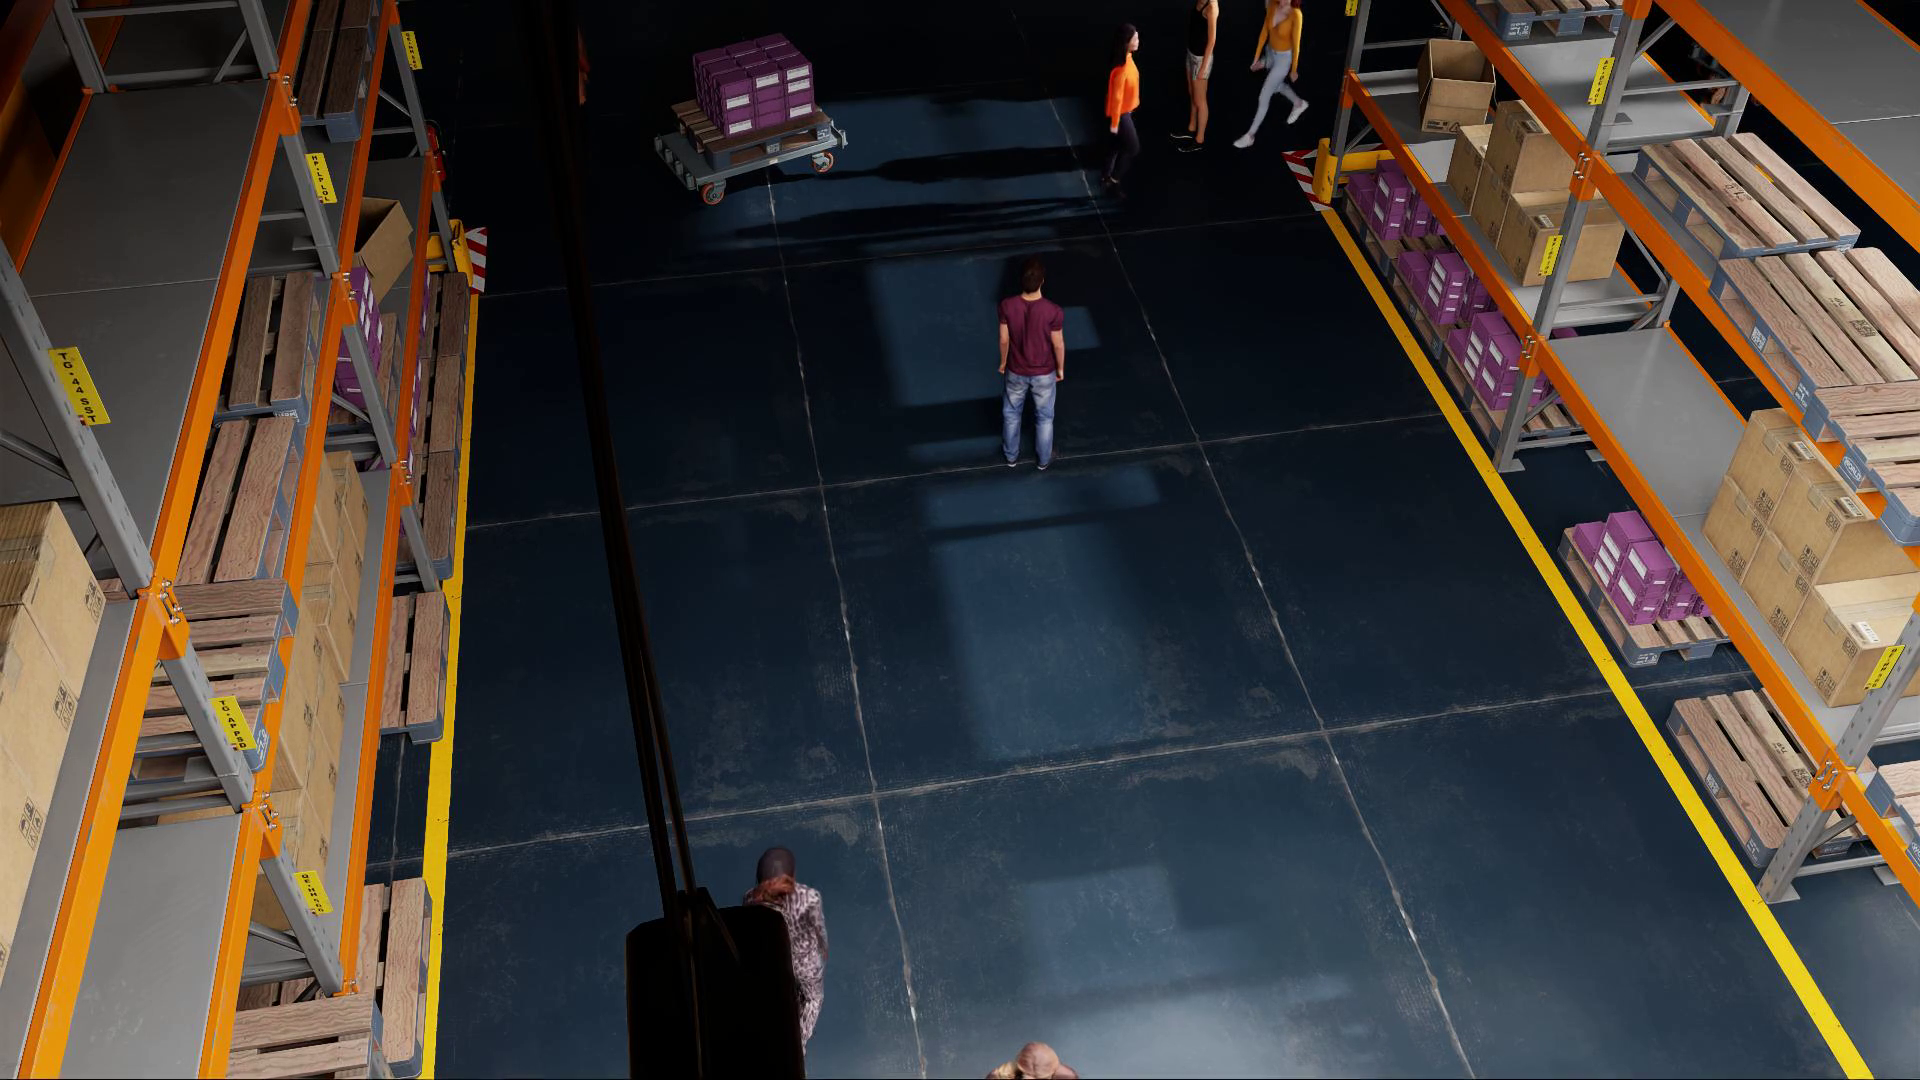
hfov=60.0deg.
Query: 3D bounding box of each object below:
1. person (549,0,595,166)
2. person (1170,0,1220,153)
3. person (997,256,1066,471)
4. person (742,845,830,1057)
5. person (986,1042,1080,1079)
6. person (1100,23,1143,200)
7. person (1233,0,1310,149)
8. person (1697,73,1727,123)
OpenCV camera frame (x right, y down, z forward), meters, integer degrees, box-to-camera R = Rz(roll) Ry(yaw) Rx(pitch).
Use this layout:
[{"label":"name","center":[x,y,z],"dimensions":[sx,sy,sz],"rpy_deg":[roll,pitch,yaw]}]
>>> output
[{"label":"person","center":[-3.711,-4.317,15.638],"dimensions":[0.852,1.695,1.149],"rpy_deg":[-16,46,-16]},{"label":"person","center":[2.289,-4.607,15.835],"dimensions":[0.669,1.844,0.469],"rpy_deg":[-5,44,-5]},{"label":"person","center":[0.525,-1.299,12.355],"dimensions":[0.734,1.854,0.700],"rpy_deg":[9,44,9]},{"label":"person","center":[-0.895,2.257,8.741],"dimensions":[0.765,1.691,1.060],"rpy_deg":[5,44,5]},{"label":"person","center":[0.327,2.883,8.073],"dimensions":[0.614,1.706,0.514],"rpy_deg":[-4,44,-4]},{"label":"person","center":[1.370,-3.871,15.140],"dimensions":[0.757,1.737,0.625],"rpy_deg":[4,44,4]},{"label":"person","center":[3.105,-4.604,15.923],"dimensions":[0.990,1.719,1.207],"rpy_deg":[-21,47,-20]},{"label":"person","center":[6.346,-3.237,14.518],"dimensions":[0.748,1.676,1.150],"rpy_deg":[-17,46,-17]}]
